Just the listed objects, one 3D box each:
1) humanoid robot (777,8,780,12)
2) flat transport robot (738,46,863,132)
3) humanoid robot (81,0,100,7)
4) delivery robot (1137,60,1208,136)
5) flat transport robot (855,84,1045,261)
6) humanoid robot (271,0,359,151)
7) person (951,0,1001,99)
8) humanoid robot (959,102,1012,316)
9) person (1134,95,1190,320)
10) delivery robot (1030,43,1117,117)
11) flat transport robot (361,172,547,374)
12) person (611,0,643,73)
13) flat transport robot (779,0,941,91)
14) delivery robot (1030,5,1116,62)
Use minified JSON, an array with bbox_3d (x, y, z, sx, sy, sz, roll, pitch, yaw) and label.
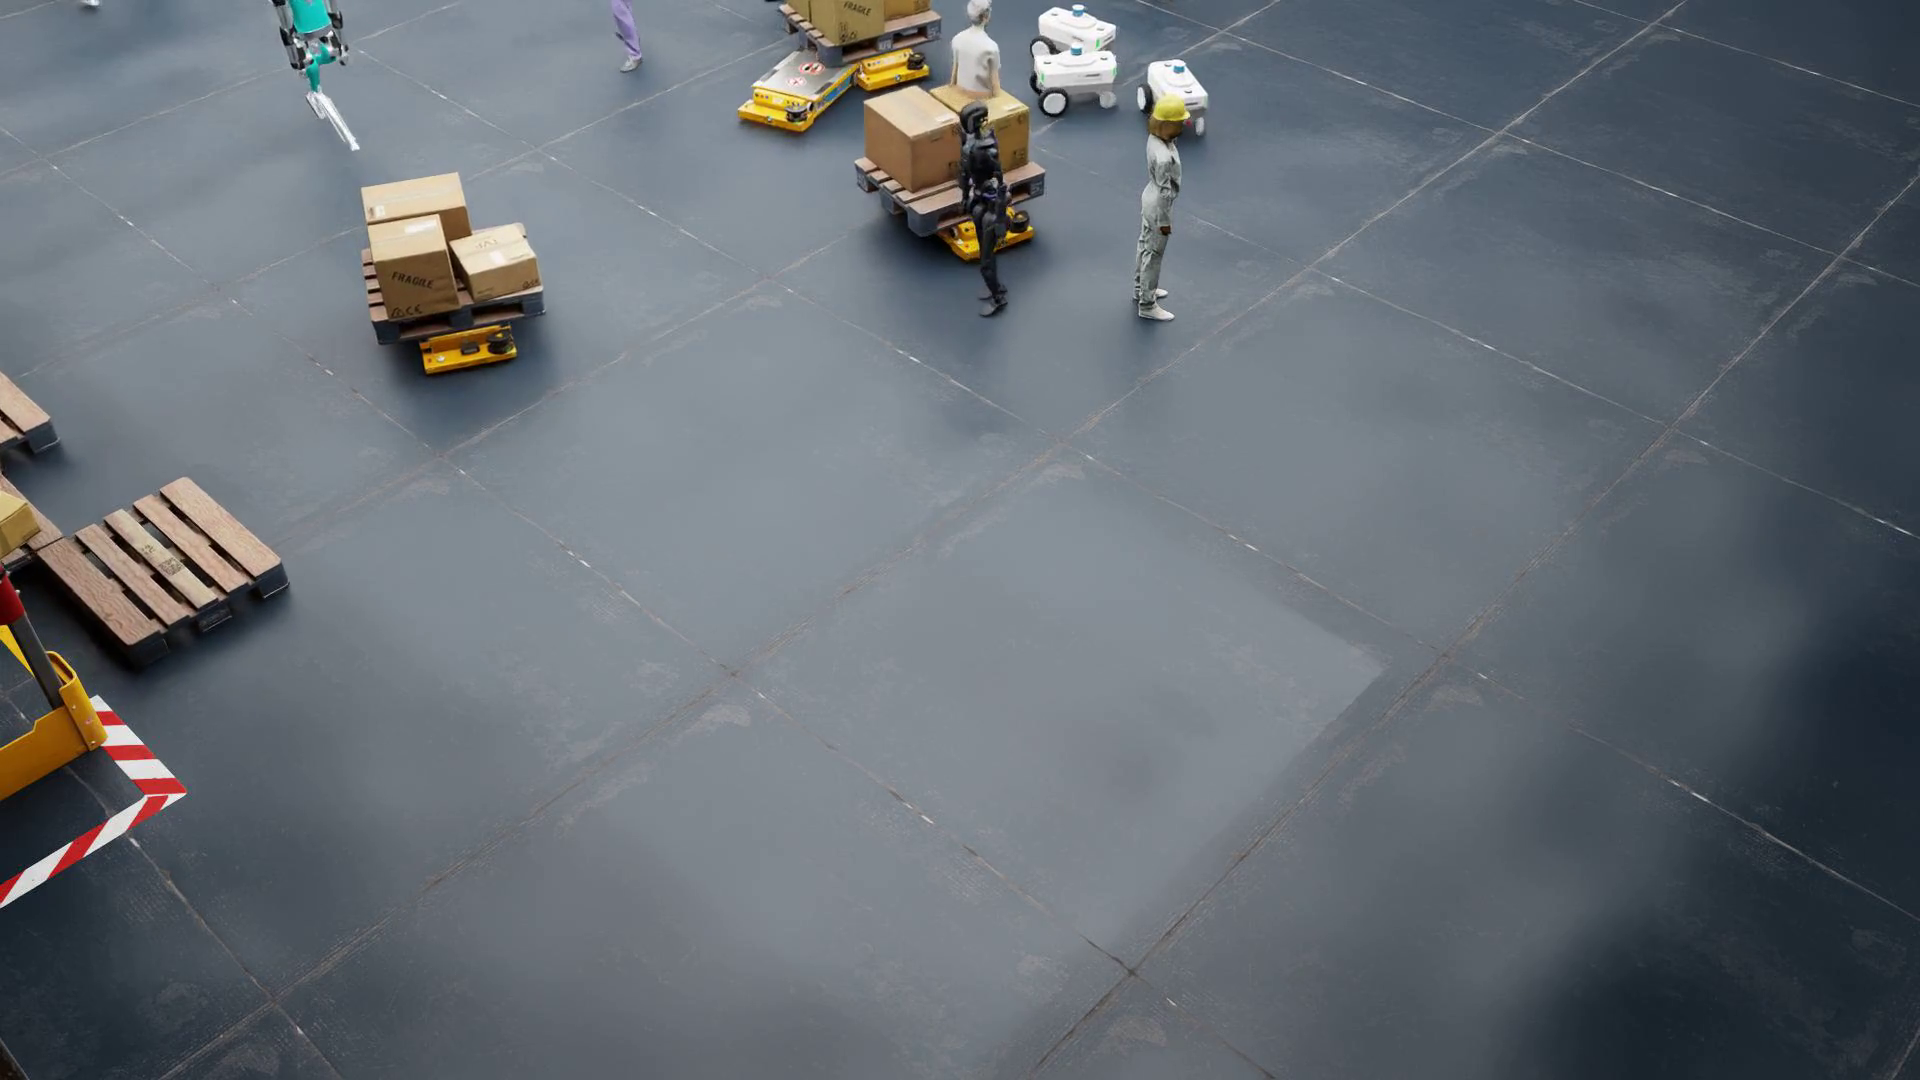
[{"bbox_3d":[-1.781,-5.966,16.093,0.315,1.657,0.599,-17,45,-18],"label":"humanoid robot"},{"bbox_3d":[-1.377,-4.166,15.156,0.659,0.231,1.431,18,45,19],"label":"flat transport robot"},{"bbox_3d":[-9.005,-6.071,16.208,0.995,1.739,0.563,26,48,26],"label":"humanoid robot"},{"bbox_3d":[1.908,-3.941,14.687,0.499,0.586,0.773,-10,43,-11],"label":"delivery robot"},{"bbox_3d":[-0.077,-2.765,13.599,0.659,0.231,1.431,-24,47,-24],"label":"flat transport robot"},{"bbox_3d":[-5.604,-4.244,14.167,0.553,1.758,0.989,-31,50,-29],"label":"humanoid robot"},{"bbox_3d":[0.088,-3.488,13.316,0.755,1.721,0.475,-32,51,-30],"label":"person"},{"bbox_3d":[0.207,-2.455,12.213,0.415,1.636,0.613,-22,46,-23],"label":"humanoid robot"},{"bbox_3d":[1.465,-2.429,12.123,0.294,1.745,0.485,-1,42,-1],"label":"person"},{"bbox_3d":[1.011,-4.150,14.940,0.815,0.614,0.499,-6,42,-7],"label":"delivery robot"},{"bbox_3d":[-3.760,-1.760,12.482,0.659,0.231,1.431,-13,44,-14],"label":"flat transport robot"},{"bbox_3d":[-3.177,-5.307,15.281,0.425,1.808,0.794,-14,44,-16],"label":"person"},{"bbox_3d":[-0.927,-4.677,15.724,0.659,0.231,1.431,-21,46,-22],"label":"flat transport robot"},{"bbox_3d":[1.071,-4.698,15.537,0.784,0.599,0.499,27,48,26],"label":"delivery robot"}]
